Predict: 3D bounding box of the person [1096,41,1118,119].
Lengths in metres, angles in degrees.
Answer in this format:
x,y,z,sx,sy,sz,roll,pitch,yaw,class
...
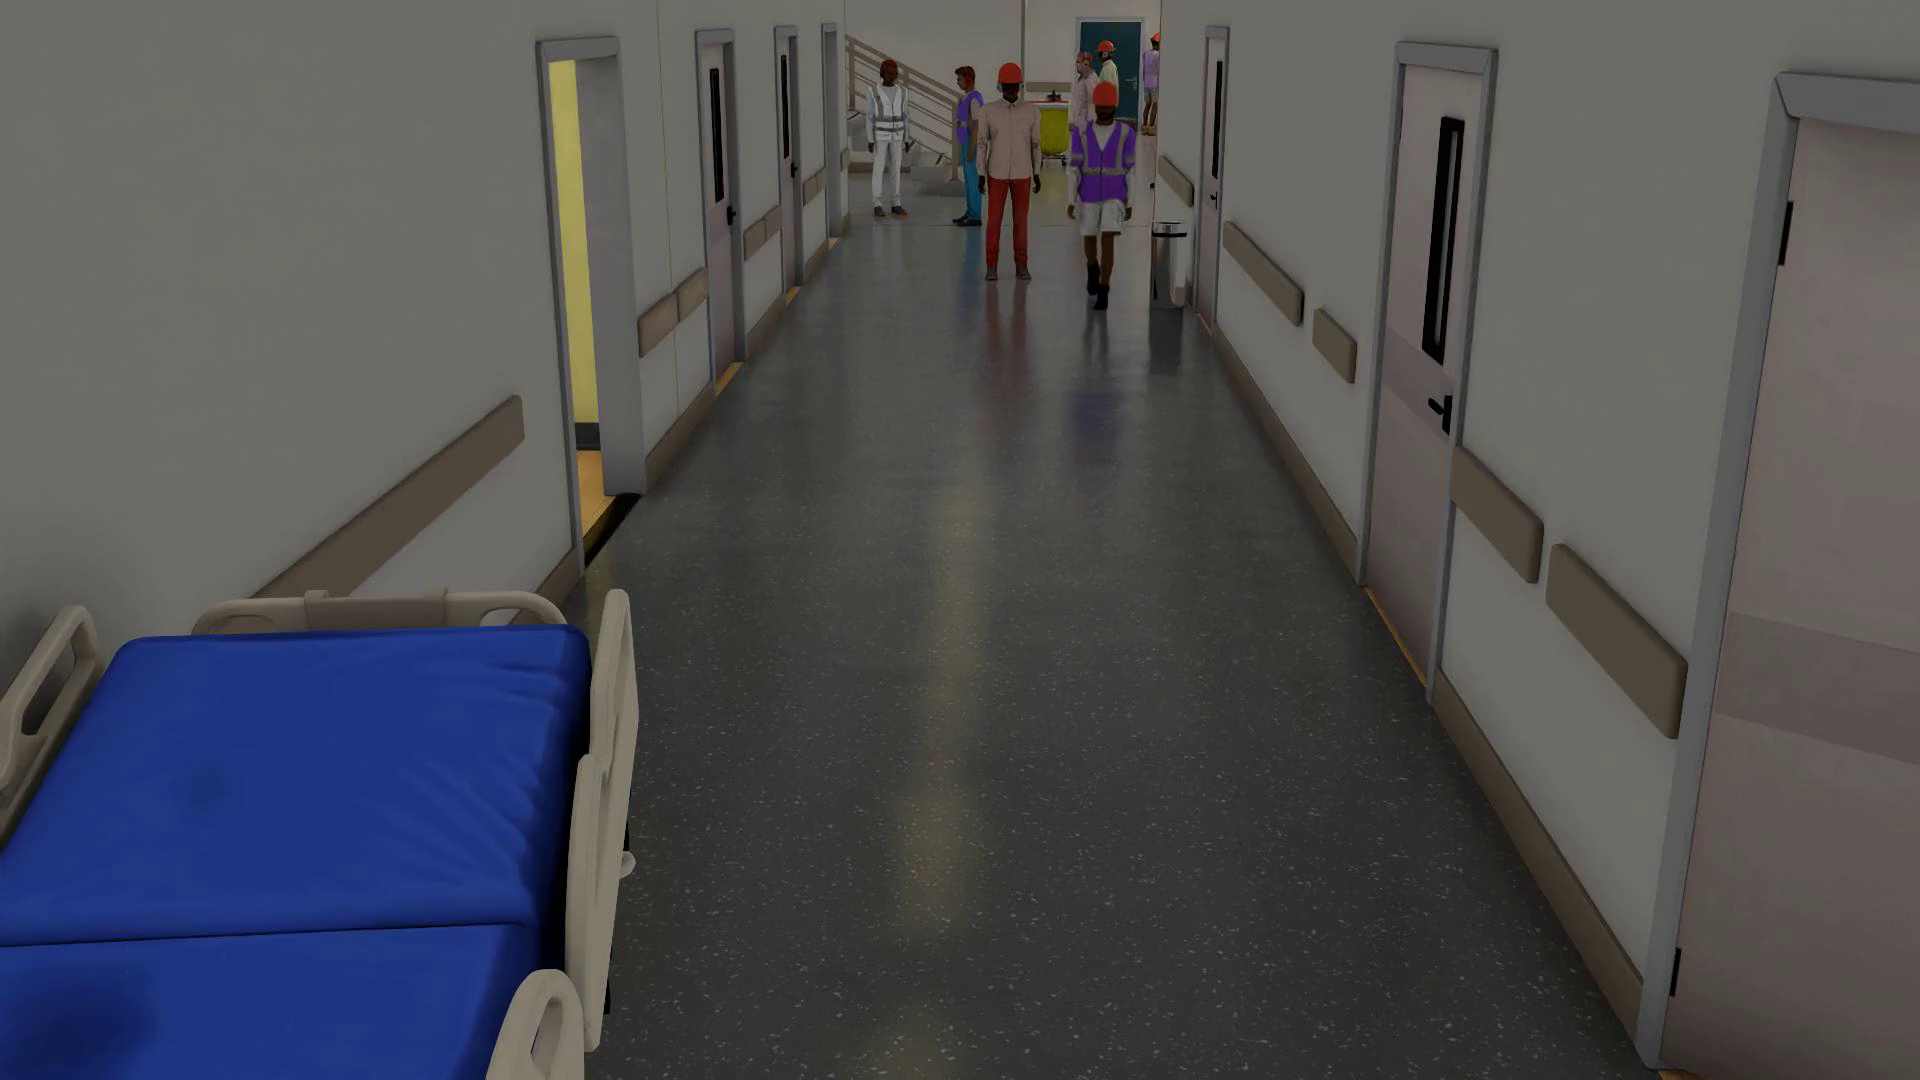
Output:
x,y,z,sx,sy,sz,roll,pitch,yaw,class
2.347,-6.999,26.764,0.396,1.992,0.623,4,18,12,person

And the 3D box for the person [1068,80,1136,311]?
x,y,z,sx,sy,sz,roll,pitch,yaw,class
1.217,-2.966,14.258,0.562,1.901,0.819,3,18,10,person

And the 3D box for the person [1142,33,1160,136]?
x,y,z,sx,sy,sz,roll,pitch,yaw,class
3.948,-9.229,33.728,0.409,2.028,0.615,-11,21,-31,person

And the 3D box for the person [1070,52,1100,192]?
x,y,z,sx,sy,sz,roll,pitch,yaw,class
1.736,-5.831,23.237,0.401,1.907,0.648,-2,18,-6,person

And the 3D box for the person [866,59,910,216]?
x,y,z,sx,sy,sz,roll,pitch,yaw,class
-0.881,-4.947,20.496,0.575,1.885,0.355,-9,20,-27,person

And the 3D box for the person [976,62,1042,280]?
x,y,z,sx,sy,sz,roll,pitch,yaw,class
0.462,-3.431,15.548,0.622,1.993,0.384,-3,18,-9,person

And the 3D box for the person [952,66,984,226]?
x,y,z,sx,sy,sz,roll,pitch,yaw,class
0.129,-4.628,19.572,0.389,1.837,0.563,-3,18,-8,person
